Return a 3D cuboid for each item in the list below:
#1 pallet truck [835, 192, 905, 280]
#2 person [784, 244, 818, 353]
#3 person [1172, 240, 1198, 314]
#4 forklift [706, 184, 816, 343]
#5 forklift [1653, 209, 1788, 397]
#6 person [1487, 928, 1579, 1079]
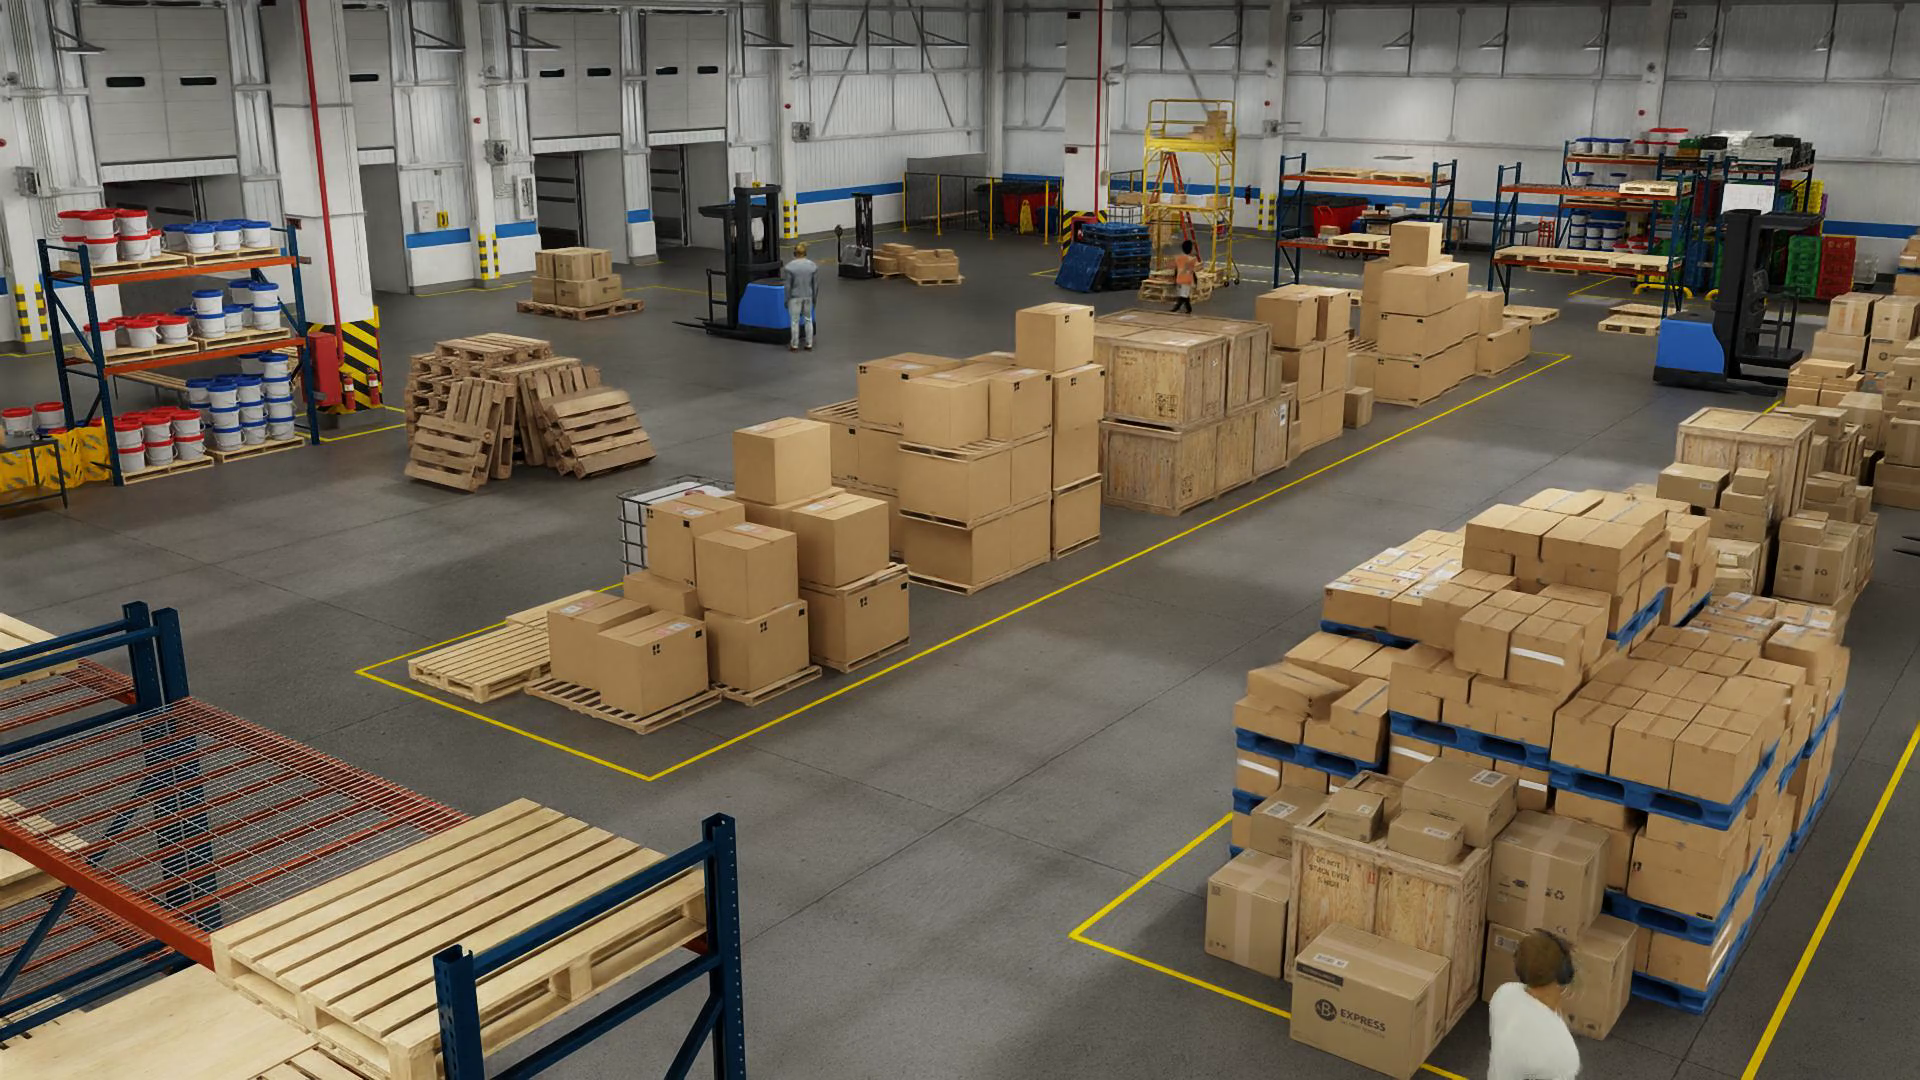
[{"bbox_3d":[-1.936,-7.159,38.982,1.885,1.965,0.823,-12,21,-34],"label":"pallet truck"},{"bbox_3d":[-2.827,-4.309,29.675,0.636,1.928,0.380,-8,19,-25],"label":"person"},{"bbox_3d":[4.376,-5.024,32.499,0.873,1.655,0.540,-10,20,-31],"label":"person"},{"bbox_3d":[-3.717,-5.181,30.929,1.873,2.768,1.129,12,21,35],"label":"forklift"},{"bbox_3d":[12.271,-3.827,26.446,1.873,2.768,1.129,12,21,35],"label":"forklift"},{"bbox_3d":[2.343,2.552,6.990,0.362,1.912,0.687,1,17,2],"label":"person"}]
